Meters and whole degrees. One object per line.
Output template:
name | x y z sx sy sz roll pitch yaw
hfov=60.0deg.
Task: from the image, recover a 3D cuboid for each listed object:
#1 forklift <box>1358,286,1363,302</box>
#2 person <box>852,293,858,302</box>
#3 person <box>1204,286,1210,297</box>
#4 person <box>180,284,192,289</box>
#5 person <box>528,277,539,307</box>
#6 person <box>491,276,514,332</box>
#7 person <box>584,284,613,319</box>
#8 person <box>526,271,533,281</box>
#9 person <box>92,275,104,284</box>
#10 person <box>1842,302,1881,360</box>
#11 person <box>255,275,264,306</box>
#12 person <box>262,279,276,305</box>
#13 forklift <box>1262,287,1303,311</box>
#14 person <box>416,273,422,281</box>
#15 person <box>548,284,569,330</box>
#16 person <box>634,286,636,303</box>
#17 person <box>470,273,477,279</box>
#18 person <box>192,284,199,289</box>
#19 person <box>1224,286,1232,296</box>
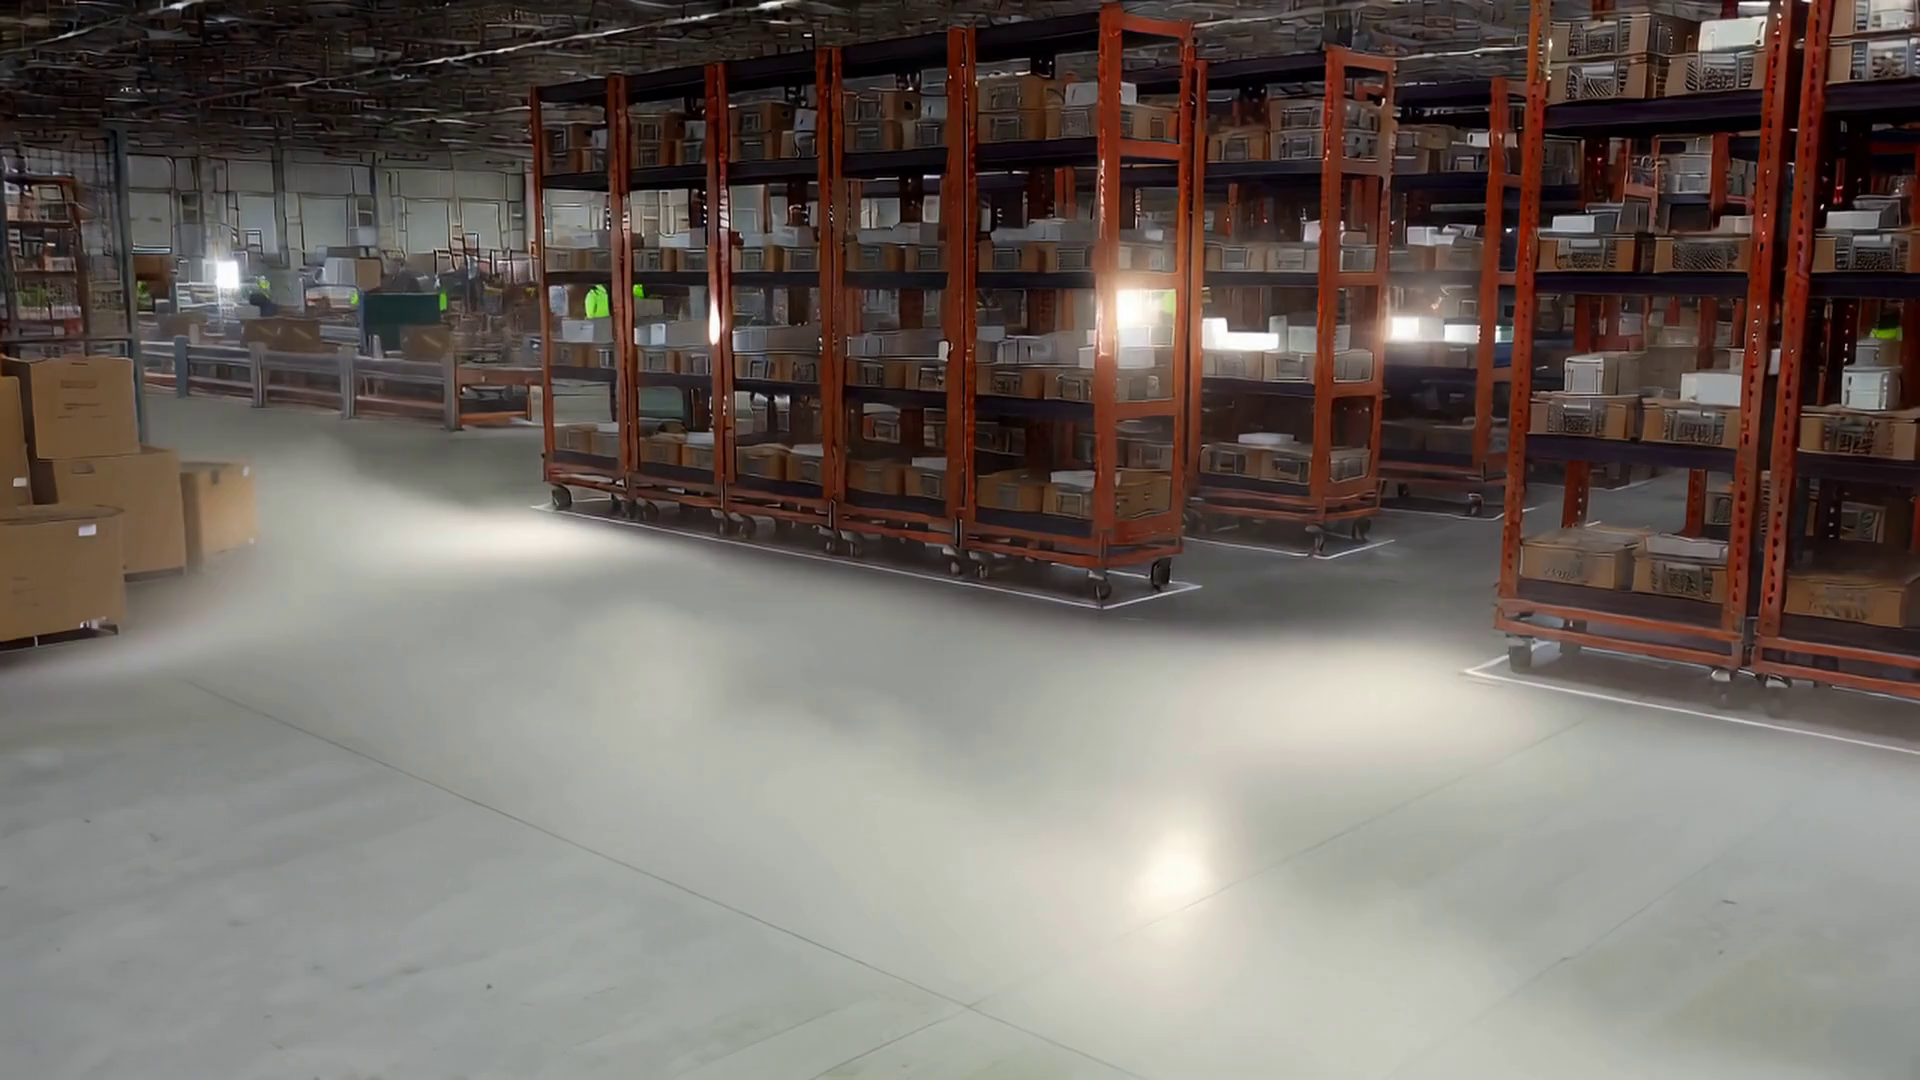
forklift | 11.100 -7.017 46.970 1.873 2.768 1.129 9 13 43
person | -4.713 -10.997 74.993 0.537 1.696 0.317 6 11 32
person | 8.200 -7.634 54.558 0.500 1.633 0.286 7 11 35
person | -37.746 -12.105 81.087 0.590 1.923 0.383 1 9 8
person | -14.381 -8.075 56.799 0.617 1.781 0.915 -7 11 -36
person | -12.046 -6.008 43.832 0.980 1.884 0.561 7 11 35
person | -7.069 -4.212 32.794 0.395 1.899 0.645 9 13 42
person | -25.303 -14.912 98.314 0.611 1.912 0.500 1 9 7
person | -35.236 -9.922 67.981 0.597 1.834 0.975 1 9 8
person | 8.264 -1.280 15.159 1.012 1.791 0.564 -8 12 -40
person | -24.801 -8.472 59.024 0.387 1.853 0.559 -4 10 -22
person | -26.063 -8.994 62.698 0.480 1.700 0.889 -6 11 -31
forklift | 10.769 -8.203 54.240 1.129 2.768 1.873 8 12 42
person | -28.955 -13.368 89.122 0.432 1.829 0.642 -2 10 -13
person | -9.060 -5.077 37.627 0.605 2.045 0.385 7 11 36
person | -12.034 -8.734 61.322 0.570 1.620 0.529 -7 11 -35
person | -17.212 -8.438 58.644 0.608 1.921 0.426 -6 11 -33
person | -40.291 -13.124 87.634 0.326 1.844 0.718 7 12 37
person | 9.123 -8.074 56.558 1.050 1.874 0.573 -8 12 -39
